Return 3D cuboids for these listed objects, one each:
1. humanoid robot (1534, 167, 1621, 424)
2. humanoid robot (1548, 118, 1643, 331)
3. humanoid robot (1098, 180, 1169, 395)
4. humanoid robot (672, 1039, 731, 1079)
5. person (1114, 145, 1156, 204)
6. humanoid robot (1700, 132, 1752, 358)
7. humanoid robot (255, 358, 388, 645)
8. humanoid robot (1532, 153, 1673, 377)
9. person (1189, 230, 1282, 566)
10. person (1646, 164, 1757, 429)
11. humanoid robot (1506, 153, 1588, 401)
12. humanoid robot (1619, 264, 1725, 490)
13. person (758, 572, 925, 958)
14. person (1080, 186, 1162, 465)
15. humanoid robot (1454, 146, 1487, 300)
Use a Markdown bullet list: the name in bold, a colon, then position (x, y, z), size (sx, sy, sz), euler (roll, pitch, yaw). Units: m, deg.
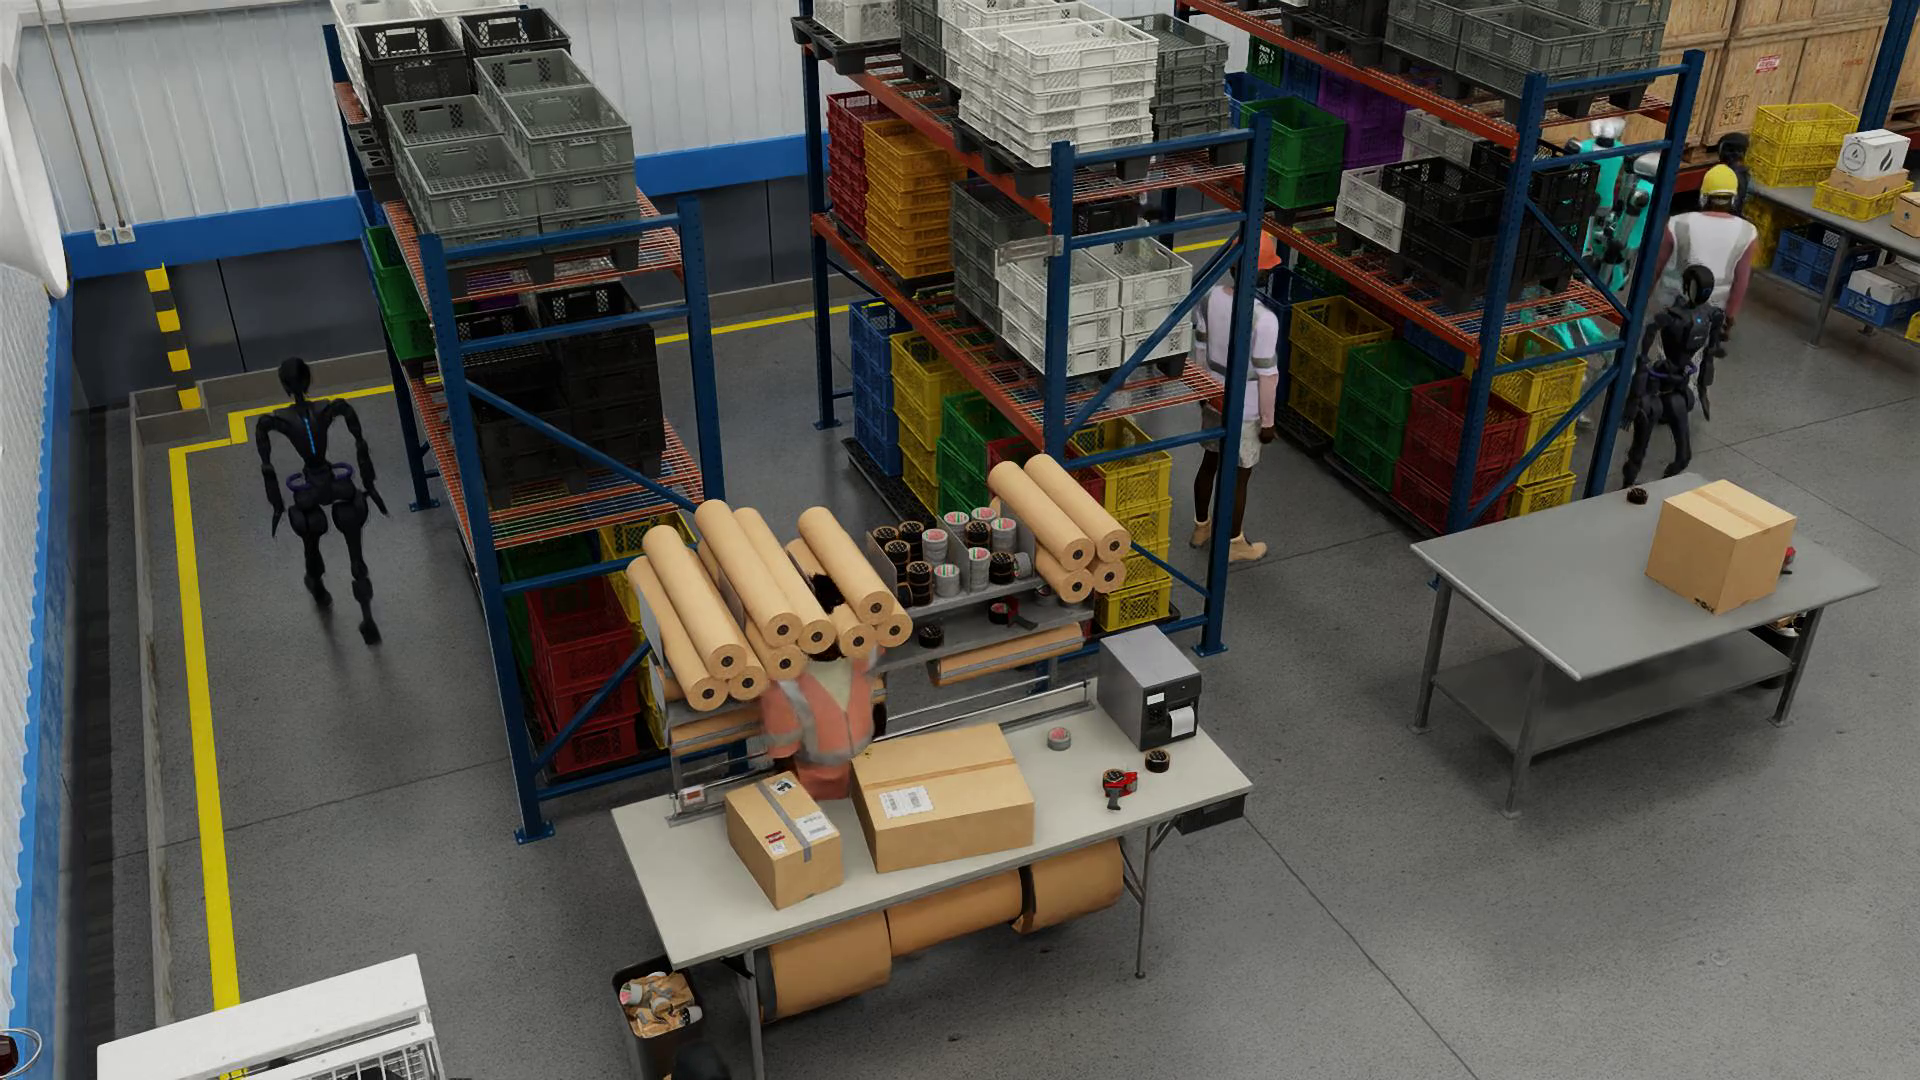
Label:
- **humanoid robot**: position (4.169, -1.532, 11.056), size (0.554, 1.750, 0.840), euler (-21, 37, -30)
- **humanoid robot**: position (4.665, -2.331, 12.326), size (0.539, 1.736, 0.769), euler (14, 34, 21)
- **humanoid robot**: position (1.152, -1.771, 11.509), size (0.601, 1.649, 0.335), euler (-1, 32, -2)
- **humanoid robot**: position (-0.761, 2.172, 5.114), size (0.612, 1.640, 0.648), euler (-25, 39, -34)
- **person**: position (1.369, -2.979, 13.270), size (0.355, 1.883, 0.573), euler (11, 33, 18)
- **humanoid robot**: position (5.563, -2.139, 12.112), size (0.586, 1.643, 0.419), euler (-26, 40, -36)
- **humanoid robot**: position (-3.479, -0.258, 9.075), size (0.611, 1.625, 0.758), euler (-16, 35, -25)
- **humanoid robot**: position (4.433, -1.918, 11.693), size (1.048, 1.722, 0.532), euler (25, 39, 34)
- **person**: position (1.600, -0.811, 9.597), size (0.375, 2.045, 0.604), euler (-20, 37, -30)
- **person**: position (4.897, -1.654, 11.183), size (0.608, 1.809, 0.600), euler (5, 32, 8)
- **humanoid robot**: position (4.007, -1.683, 11.329), size (0.532, 1.740, 1.017), euler (-14, 34, -21)
- **humanoid robot**: position (4.282, -0.895, 10.080), size (0.592, 1.644, 0.369), euler (-10, 33, -15)
- **person**: position (-0.488, 0.984, 6.771), size (0.612, 1.950, 0.494), euler (-21, 38, -31)
- **person**: position (1.052, -1.434, 10.827), size (0.625, 1.808, 0.833), euler (-26, 40, -36)
- **humanoid robot**: position (3.819, -2.272, 12.311), size (0.601, 1.656, 0.344), euler (-7, 32, -11)
